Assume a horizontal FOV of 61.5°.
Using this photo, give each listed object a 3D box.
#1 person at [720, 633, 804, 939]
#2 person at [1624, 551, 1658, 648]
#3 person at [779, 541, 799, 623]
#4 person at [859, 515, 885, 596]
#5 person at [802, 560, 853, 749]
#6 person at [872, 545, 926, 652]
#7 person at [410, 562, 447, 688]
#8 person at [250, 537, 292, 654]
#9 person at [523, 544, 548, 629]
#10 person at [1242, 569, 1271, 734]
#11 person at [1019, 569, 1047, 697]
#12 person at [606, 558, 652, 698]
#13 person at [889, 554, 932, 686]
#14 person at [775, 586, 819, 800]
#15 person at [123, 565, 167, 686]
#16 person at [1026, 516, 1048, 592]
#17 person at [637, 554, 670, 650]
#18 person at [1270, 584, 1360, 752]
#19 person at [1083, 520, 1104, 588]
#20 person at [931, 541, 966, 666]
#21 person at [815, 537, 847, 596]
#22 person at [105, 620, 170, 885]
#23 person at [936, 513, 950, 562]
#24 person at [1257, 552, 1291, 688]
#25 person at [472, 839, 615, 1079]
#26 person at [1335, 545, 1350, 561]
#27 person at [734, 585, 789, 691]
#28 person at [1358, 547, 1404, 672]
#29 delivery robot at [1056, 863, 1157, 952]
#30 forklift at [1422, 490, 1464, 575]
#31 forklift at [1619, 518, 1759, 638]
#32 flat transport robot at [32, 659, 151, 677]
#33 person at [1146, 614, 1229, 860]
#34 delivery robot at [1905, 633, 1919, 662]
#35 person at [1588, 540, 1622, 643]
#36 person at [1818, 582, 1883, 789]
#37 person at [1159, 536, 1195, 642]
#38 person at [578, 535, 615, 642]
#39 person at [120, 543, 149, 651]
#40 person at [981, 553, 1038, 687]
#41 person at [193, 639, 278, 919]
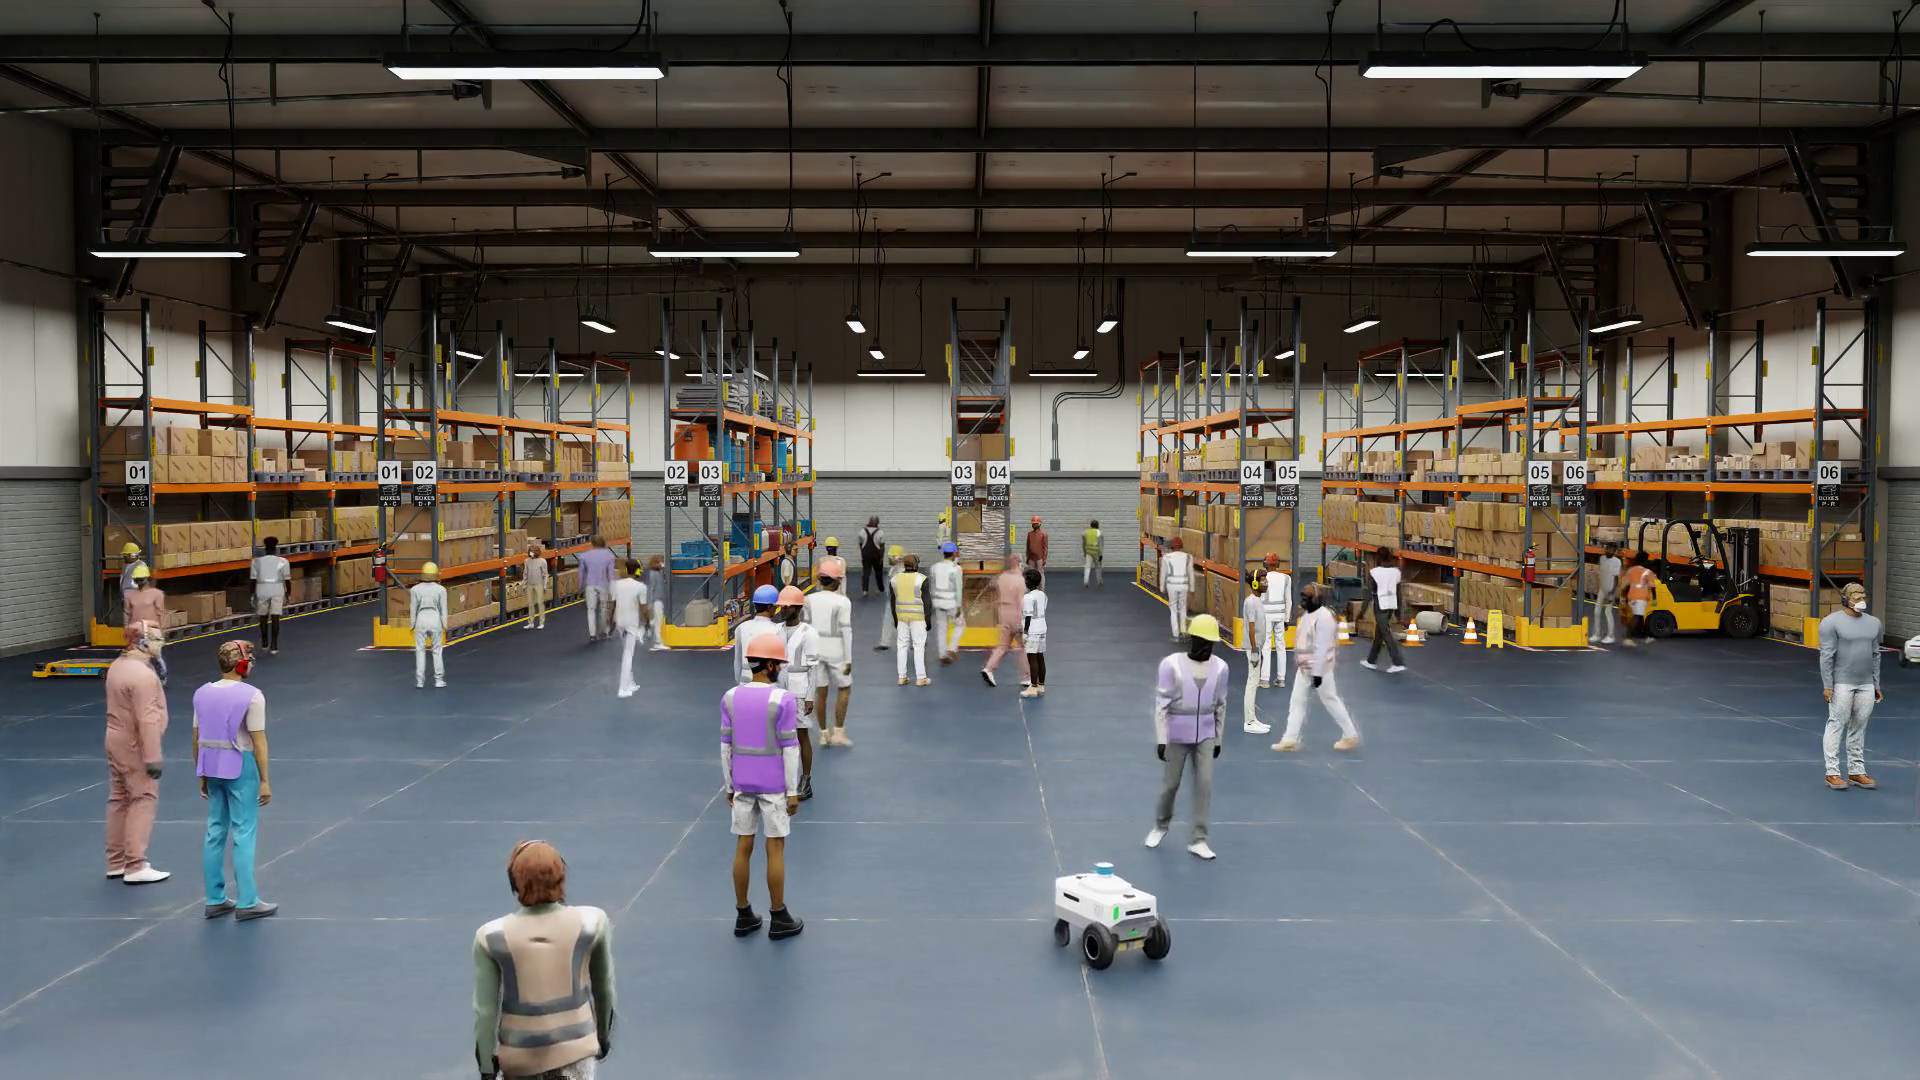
[{"bbox_3d":[-1.268,1.565,10.382,0.547,1.929,0.385,1,2,24],"label":"person"},{"bbox_3d":[11.653,1.014,27.626,0.833,1.649,0.534,-1,2,-22],"label":"person"},{"bbox_3d":[-2.886,0.934,27.302,0.347,1.846,0.505,0,2,-2],"label":"person"},{"bbox_3d":[-2.142,0.373,39.521,0.685,2.000,1.003,1,2,13],"label":"person"},{"bbox_3d":[-1.417,1.232,17.420,0.635,2.042,0.401,1,3,28],"label":"person"},{"bbox_3d":[-0.992,0.975,26.959,0.868,1.801,0.592,-1,2,-23],"label":"person"},{"bbox_3d":[-7.383,1.177,22.456,0.492,1.742,0.317,0,2,-11],"label":"person"},{"bbox_3d":[-11.486,0.909,26.936,0.631,1.919,0.942,-1,2,-18],"label":"person"},{"bbox_3d":[-8.156,0.892,30.987,0.507,1.631,0.266,1,2,16],"label":"person"},{"bbox_3d":[3.419,1.268,18.588,0.329,1.872,0.509,1,2,14],"label":"person"},{"bbox_3d":[0.979,1.238,21.533,0.318,1.696,0.543,1,3,28],"label":"person"},{"bbox_3d":[-4.389,1.165,21.636,0.552,1.832,0.775,1,2,22],"label":"person"},{"bbox_3d":[-0.672,1.118,22.730,0.627,1.844,0.429,1,3,25],"label":"person"},{"bbox_3d":[-1.544,1.385,14.739,0.545,1.942,0.352,1,3,32],"label":"person"},{"bbox_3d":[-11.010,1.200,21.842,0.529,1.748,0.598,0,2,-6],"label":"person"},{"bbox_3d":[1.813,0.420,38.379,0.611,1.995,0.380,2,3,39],"label":"person"},{"bbox_3d":[-5.212,1.044,27.391,0.573,1.622,0.501,0,2,7],"label":"person"},{"bbox_3d":[3.837,1.364,17.223,0.961,1.800,0.628,0,2,-11],"label":"person"},{"bbox_3d":[3.492,0.369,42.413,0.629,1.786,1.028,1,3,27],"label":"person"},{"bbox_3d":[-0.179,0.986,24.967,0.610,1.933,0.443,1,3,33],"label":"person"},{"bbox_3d":[-2.146,0.909,27.024,0.598,1.919,0.396,1,3,28],"label":"person"},{"bbox_3d":[-5.986,1.530,11.767,0.401,1.894,0.648,-2,3,-43],"label":"person"},{"bbox_3d":[-0.516,0.095,48.586,0.404,1.829,0.600,1,3,25],"label":"person"},{"bbox_3d":[4.333,1.108,22.467,0.574,1.883,0.356,-1,2,-18],"label":"person"},{"bbox_3d":[-1.528,1.905,5.957,0.513,1.600,0.837,-1,2,-14],"label":"person"},{"bbox_3d":[10.640,0.311,44.748,0.933,1.705,0.532,1,2,17],"label":"person"},{"bbox_3d":[-1.793,1.381,14.786,0.616,1.945,0.404,2,3,35],"label":"person"},{"bbox_3d":[6.382,1.042,24.357,0.610,1.874,0.994,-1,3,-31],"label":"person"},{"bbox_3d":[0.890,2.234,9.932,0.477,0.478,0.707,-1,3,-29],"label":"delivery robot"},{"bbox_3d":[13.926,-0.371,47.846,1.873,2.768,1.129,0,2,0],"label":"forklift"},{"bbox_3d":[13.417,0.684,29.791,2.313,2.155,1.214,0,2,0],"label":"forklift"},{"bbox_3d":[-12.715,1.874,23.691,1.431,0.197,0.652,0,2,0],"label":"flat transport robot"},{"bbox_3d":[1.772,1.500,12.595,0.610,1.892,0.720,-1,2,-14],"label":"person"},{"bbox_3d":[14.836,1.641,24.873,0.707,0.478,0.477,-2,3,-45],"label":"delivery robot"},{"bbox_3d":[11.294,0.910,28.257,0.644,1.816,0.609,-1,3,-30],"label":"person"},{"bbox_3d":[8.413,1.368,15.232,0.631,1.940,0.372,0,2,-11],"label":"person"},{"bbox_3d":[3.843,0.868,28.696,0.601,1.860,0.682,0,2,-7],"label":"person"},{"bbox_3d":[-6.499,0.858,28.889,0.656,1.871,1.070,0,2,-11],"label":"person"},{"bbox_3d":[-13.775,0.957,26.908,0.595,1.828,0.403,2,3,35],"label":"person"},{"bbox_3d":[0.715,1.115,22.473,0.884,1.872,0.635,-2,3,-39],"label":"person"},{"bbox_3d":[-4.865,1.590,10.772,0.567,1.844,0.377,1,2,20],"label":"person"}]
